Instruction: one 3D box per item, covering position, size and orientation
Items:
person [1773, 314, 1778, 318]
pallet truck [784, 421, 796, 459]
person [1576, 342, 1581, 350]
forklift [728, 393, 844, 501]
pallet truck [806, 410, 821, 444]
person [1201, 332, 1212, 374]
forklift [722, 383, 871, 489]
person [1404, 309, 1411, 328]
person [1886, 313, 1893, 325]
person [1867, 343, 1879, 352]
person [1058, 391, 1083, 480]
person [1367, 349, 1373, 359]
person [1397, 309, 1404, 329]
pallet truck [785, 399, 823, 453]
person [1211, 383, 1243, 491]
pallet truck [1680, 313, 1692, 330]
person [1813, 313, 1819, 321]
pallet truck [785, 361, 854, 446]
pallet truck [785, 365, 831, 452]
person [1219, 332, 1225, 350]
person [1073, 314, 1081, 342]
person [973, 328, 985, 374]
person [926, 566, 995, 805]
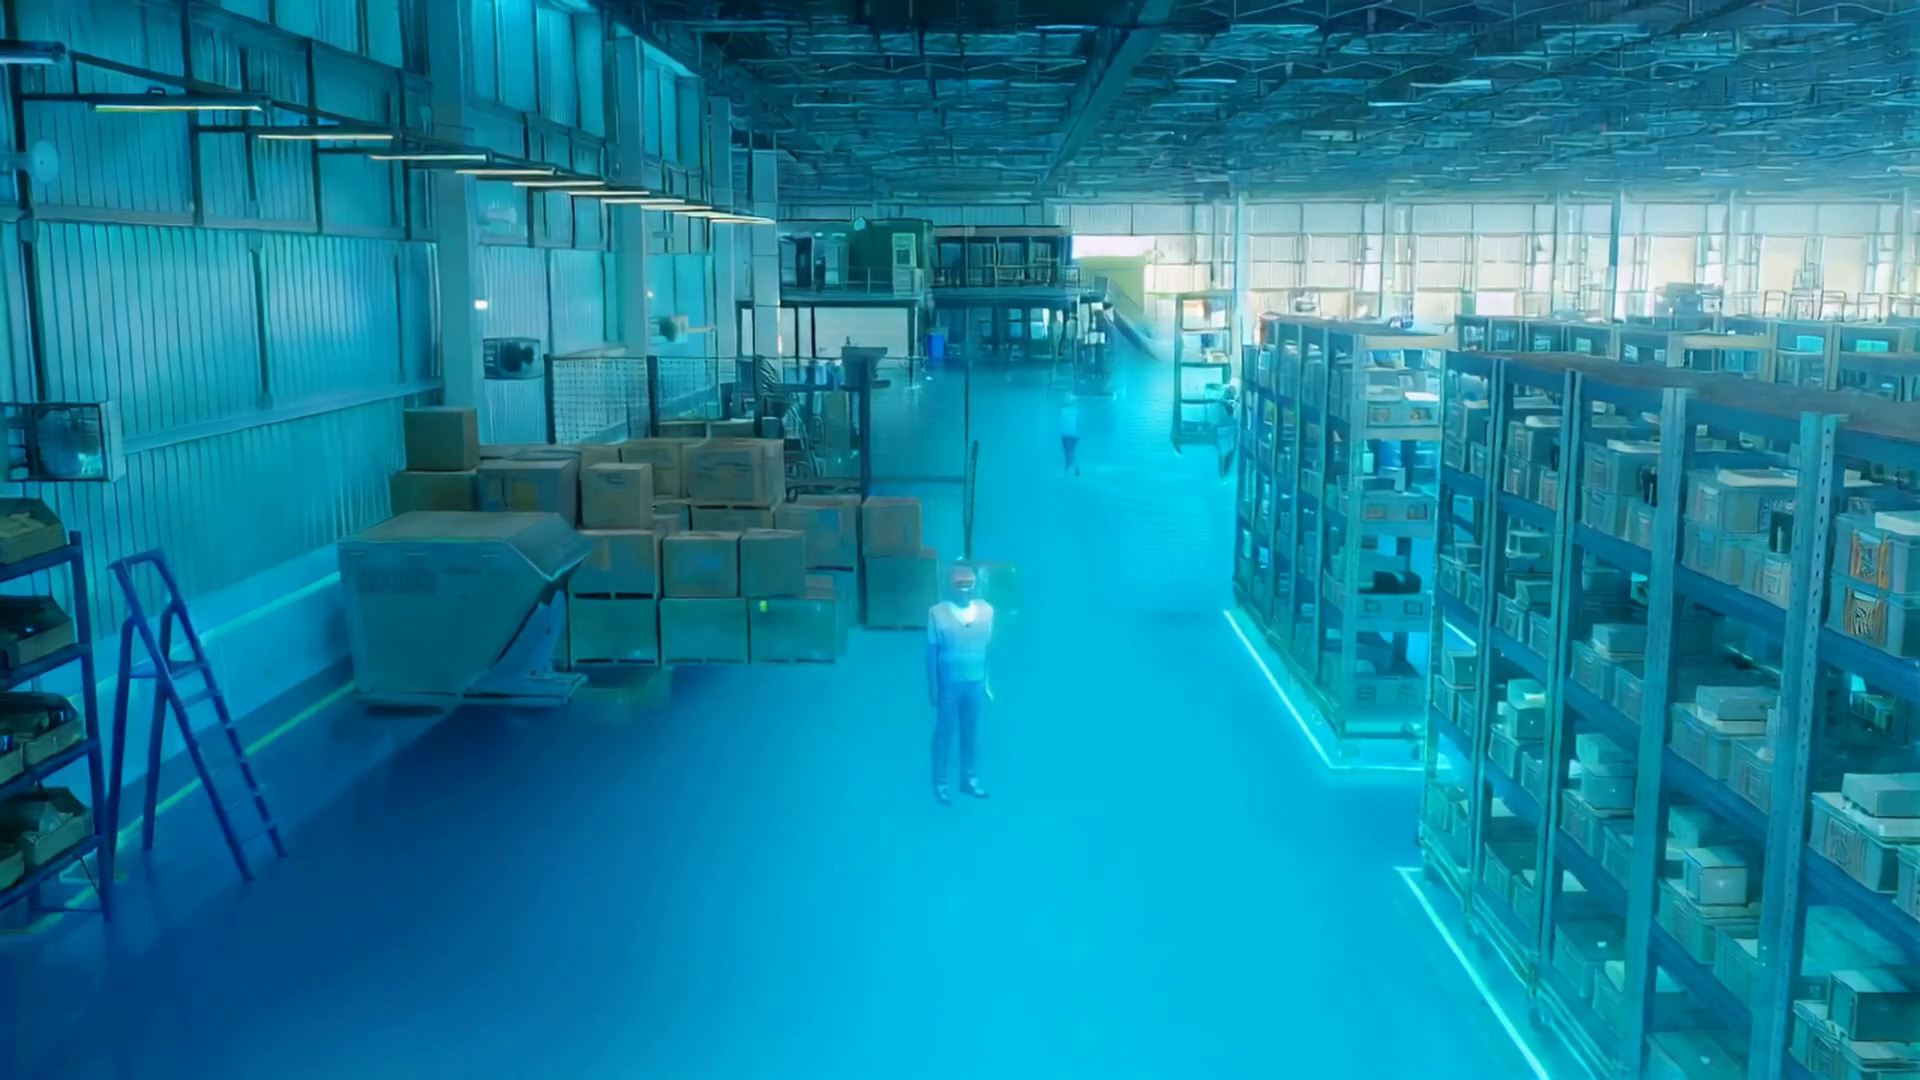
[{"bbox_3d":[41.705,-10.629,85.211,0.600,1.884,0.988,6,11,33],"label":"person"},{"bbox_3d":[-4.013,-1.793,32.705,1.601,1.201,0.680,0,9,1],"label":"pallet truck"},{"bbox_3d":[19.035,-5.173,51.497,0.553,1.907,0.932,0,9,0],"label":"person"},{"bbox_3d":[-2.979,-1.316,26.476,2.680,1.987,1.157,0,9,1],"label":"forklift"},{"bbox_3d":[-3.559,-2.018,33.905,1.522,1.261,0.704,0,9,-1],"label":"pallet truck"},{"bbox_3d":[9.772,-7.512,65.966,0.572,1.885,0.358,-7,12,-37],"label":"person"},{"bbox_3d":[-2.893,-1.687,28.729,2.680,1.987,1.157,0,9,-1],"label":"forklift"},{"bbox_3d":[25.662,-12.248,95.145,0.574,1.898,0.766,0,9,0],"label":"person"},{"bbox_3d":[47.359,-10.551,84.561,0.642,1.924,0.569,-7,11,-35],"label":"person"},{"bbox_3d":[31.643,-6.057,57.848,0.611,1.610,0.326,-6,11,-32],"label":"person"},{"bbox_3d":[2.217,-2.066,32.845,0.528,1.737,0.821,-6,11,-31],"label":"person"},{"bbox_3d":[12.974,-5.246,52.193,0.404,1.824,0.586,-1,9,-5],"label":"person"},{"bbox_3d":[24.823,-12.039,93.709,0.403,1.944,0.605,8,12,39],"label":"person"},{"bbox_3d":[-3.814,-2.432,36.419,1.630,1.274,0.653,0,9,1],"label":"pallet truck"},{"bbox_3d":[5.004,-1.899,30.918,0.643,2.015,0.827,-1,9,-7],"label":"person"},{"bbox_3d":[36.315,-10.531,84.244,0.823,1.965,1.885,-6,11,-33],"label":"pallet truck"},{"bbox_3d":[45.624,-11.166,88.583,1.084,1.871,0.523,-1,9,-4],"label":"person"},{"bbox_3d":[-3.410,-3.193,38.978,1.885,1.965,0.823,0,9,-1],"label":"pallet truck"},{"bbox_3d":[-3.774,-2.976,37.635,1.885,1.965,0.823,1,9,5],"label":"pallet truck"},{"bbox_3d":[12.360,-9.462,78.045,0.368,1.888,0.763,-1,9,-4],"label":"person"},{"bbox_3d":[6.827,-12.367,95.858,0.584,1.910,0.392,-4,10,-24],"label":"person"},{"bbox_3d":[0.755,-7.532,66.295,0.540,1.819,0.520,-7,12,-38],"label":"person"},{"bbox_3d":[-0.002,1.106,12.920,0.563,1.847,0.392,-4,10,-25],"label":"person"}]
